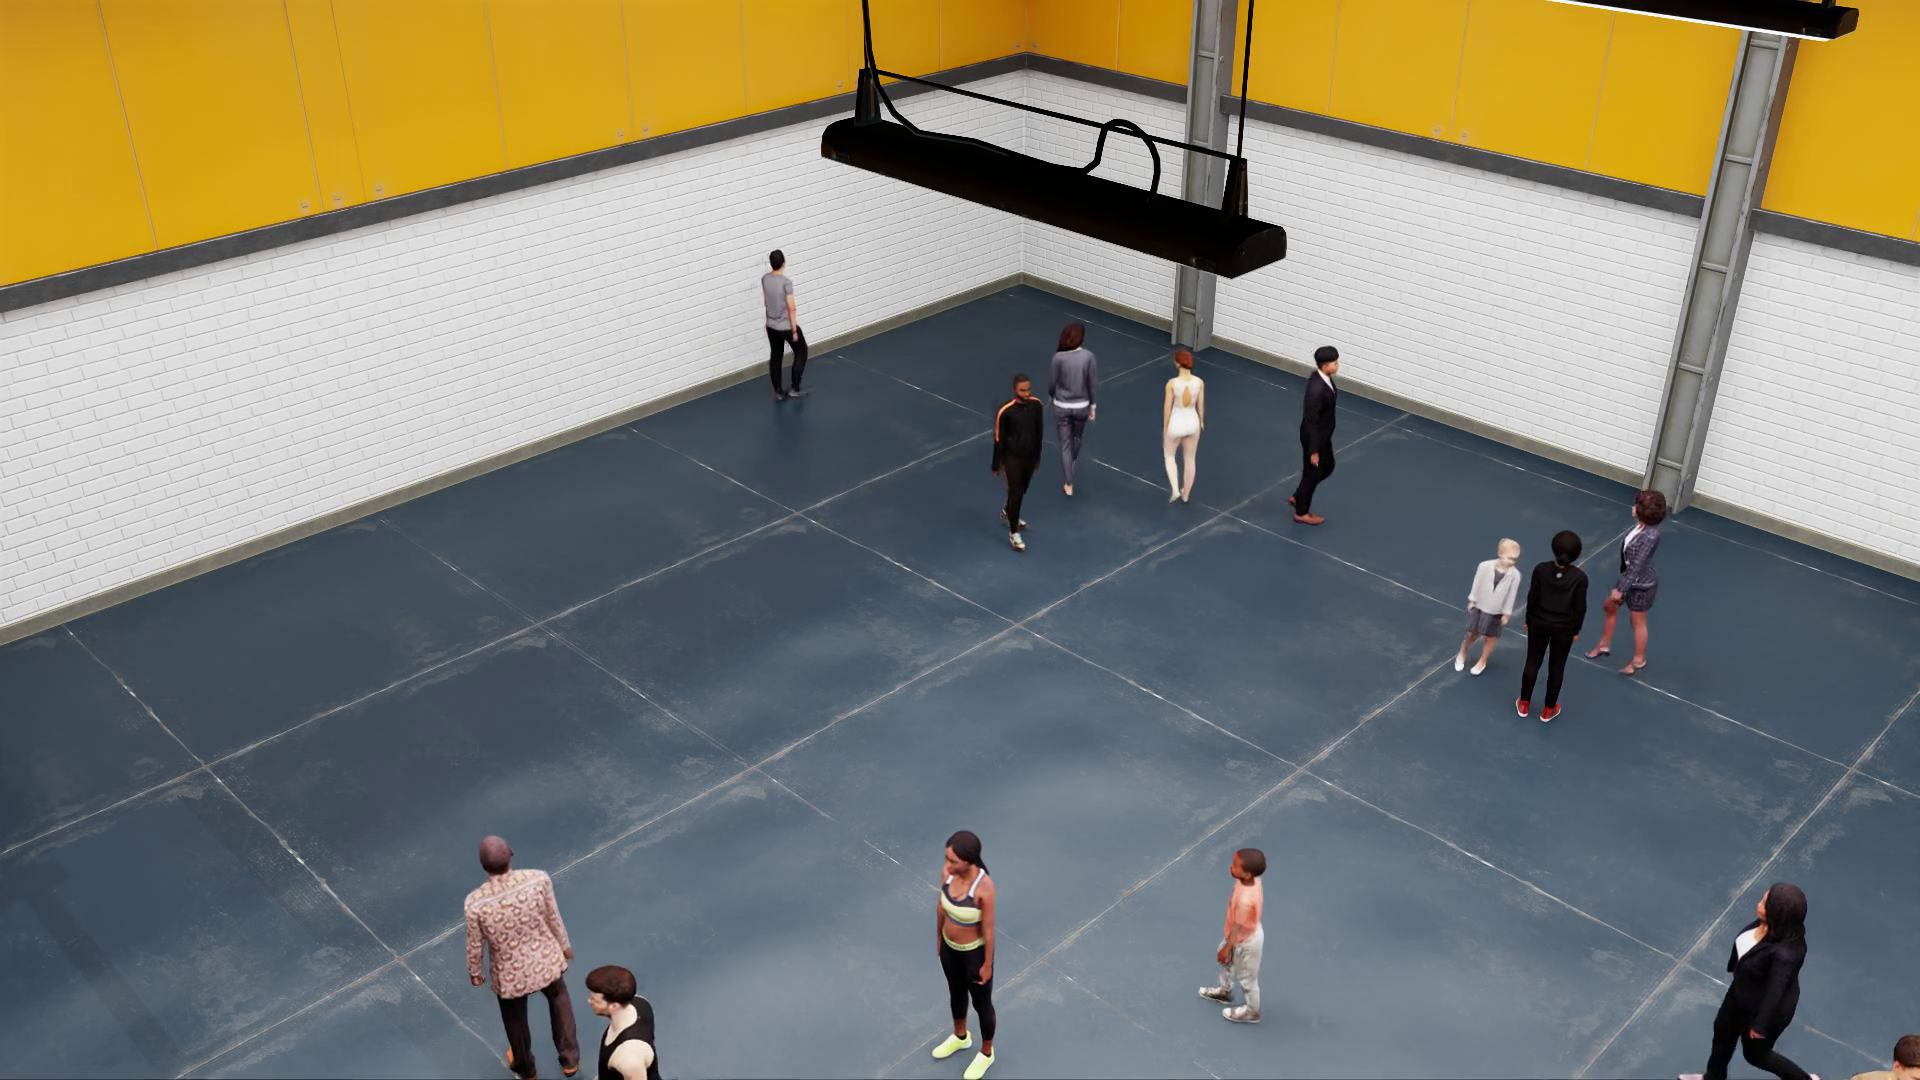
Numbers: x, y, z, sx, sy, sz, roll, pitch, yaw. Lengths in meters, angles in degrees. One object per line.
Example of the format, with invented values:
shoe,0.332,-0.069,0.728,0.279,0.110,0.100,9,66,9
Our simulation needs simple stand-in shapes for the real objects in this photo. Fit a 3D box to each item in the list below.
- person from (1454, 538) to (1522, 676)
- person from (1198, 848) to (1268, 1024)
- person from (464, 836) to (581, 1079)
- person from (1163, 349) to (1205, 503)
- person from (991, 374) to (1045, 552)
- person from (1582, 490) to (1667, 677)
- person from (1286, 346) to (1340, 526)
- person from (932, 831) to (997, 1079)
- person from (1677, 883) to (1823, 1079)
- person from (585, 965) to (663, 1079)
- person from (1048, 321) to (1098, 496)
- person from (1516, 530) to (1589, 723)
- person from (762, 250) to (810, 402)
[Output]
person,4.392,0.531,13.734,0.556,1.269,0.670,18,33,30
person,1.811,2.442,10.204,0.723,1.296,0.635,7,29,13
person,-2.504,2.478,9.613,0.843,1.798,0.834,-15,32,-25
person,2.195,-1.064,16.281,0.768,1.630,0.829,-2,29,-4
person,0.512,-0.790,15.644,0.785,1.759,0.990,-16,33,-27
person,5.622,0.382,13.579,0.887,1.681,0.827,5,29,9
person,3.322,-1.010,15.928,0.820,1.874,0.838,10,30,18
person,0.050,2.409,9.786,0.455,1.754,0.630,23,36,35
person,4.665,2.646,9.512,1.073,1.600,0.965,4,29,7
person,-1.610,2.952,8.703,1.189,1.837,1.194,-3,29,-6
person,1.125,-1.276,16.576,1.040,1.721,1.150,-2,29,-4
person,4.653,0.670,13.058,0.576,1.674,0.718,14,32,24
person,-2.036,-2.359,18.533,0.608,1.747,0.763,18,33,29
